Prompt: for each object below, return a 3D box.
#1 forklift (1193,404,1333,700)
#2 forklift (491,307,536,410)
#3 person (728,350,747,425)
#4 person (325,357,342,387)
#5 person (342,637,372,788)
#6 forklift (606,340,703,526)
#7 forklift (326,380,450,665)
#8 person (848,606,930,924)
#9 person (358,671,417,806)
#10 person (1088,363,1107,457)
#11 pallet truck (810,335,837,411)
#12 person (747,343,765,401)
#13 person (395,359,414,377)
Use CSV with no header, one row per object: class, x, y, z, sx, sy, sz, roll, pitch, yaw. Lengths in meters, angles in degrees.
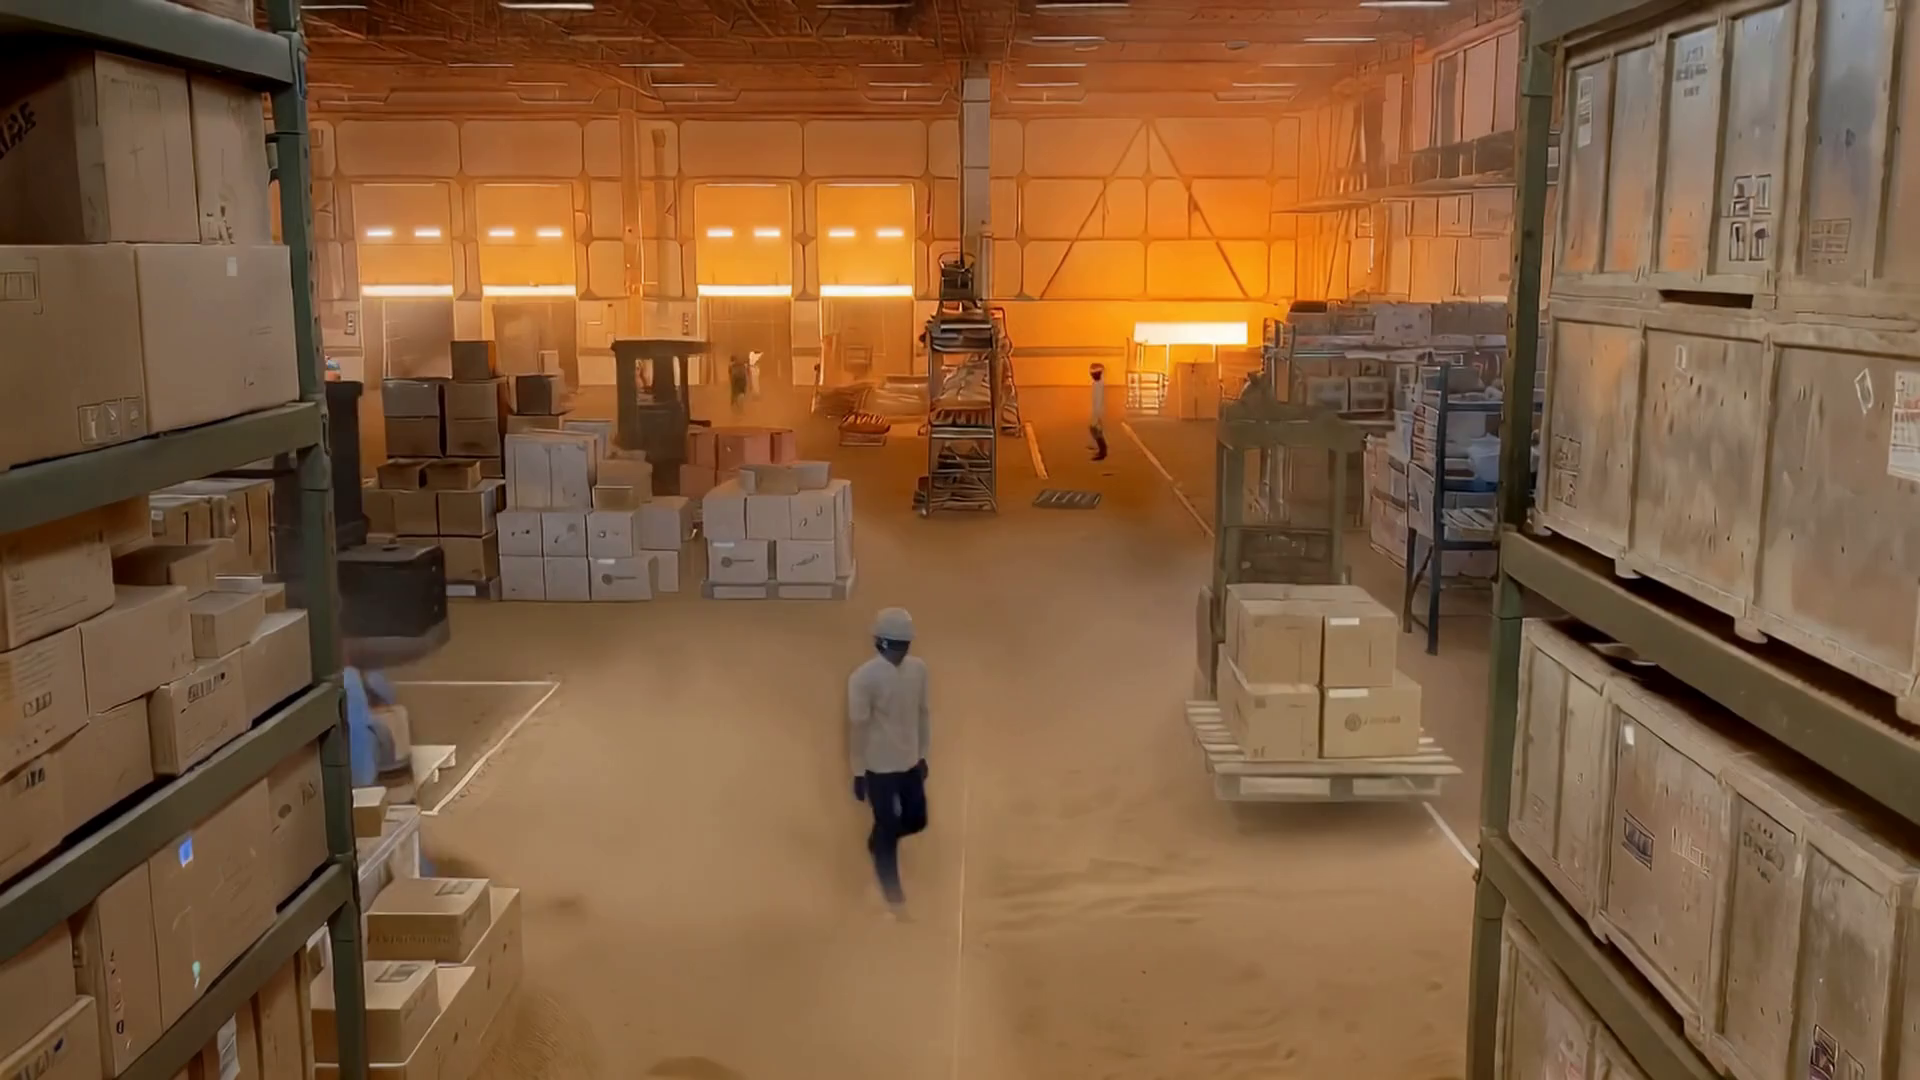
forklift,2.696,0.214,14.468,1.129,2.768,1.873,0,10,1
forklift,-10.749,-4.230,40.109,1.129,2.768,1.873,0,10,1
person,-5.082,-3.349,37.788,0.454,1.918,0.651,-6,12,-32
person,-14.738,-3.458,39.030,0.495,1.713,0.837,-6,11,-30
person,-3.647,1.464,10.015,0.650,1.925,0.632,1,10,7
forklift,-4.685,-1.580,24.820,1.873,2.768,1.129,8,12,37
forklift,-6.312,-0.202,16.865,1.873,2.768,1.129,0,10,0
person,-0.460,1.367,10.418,0.630,1.977,0.635,-8,13,-40
person,-3.528,1.581,10.204,0.505,1.611,0.578,1,10,8
person,2.747,-2.617,33.575,0.574,1.913,0.567,-1,10,-4
pallet truck,-3.021,-4.312,43.126,1.885,1.965,0.823,3,10,17
person,-5.723,-4.654,46.191,0.539,1.614,0.605,8,13,39
person,-11.552,-2.822,34.721,0.517,1.928,0.651,1,10,4
